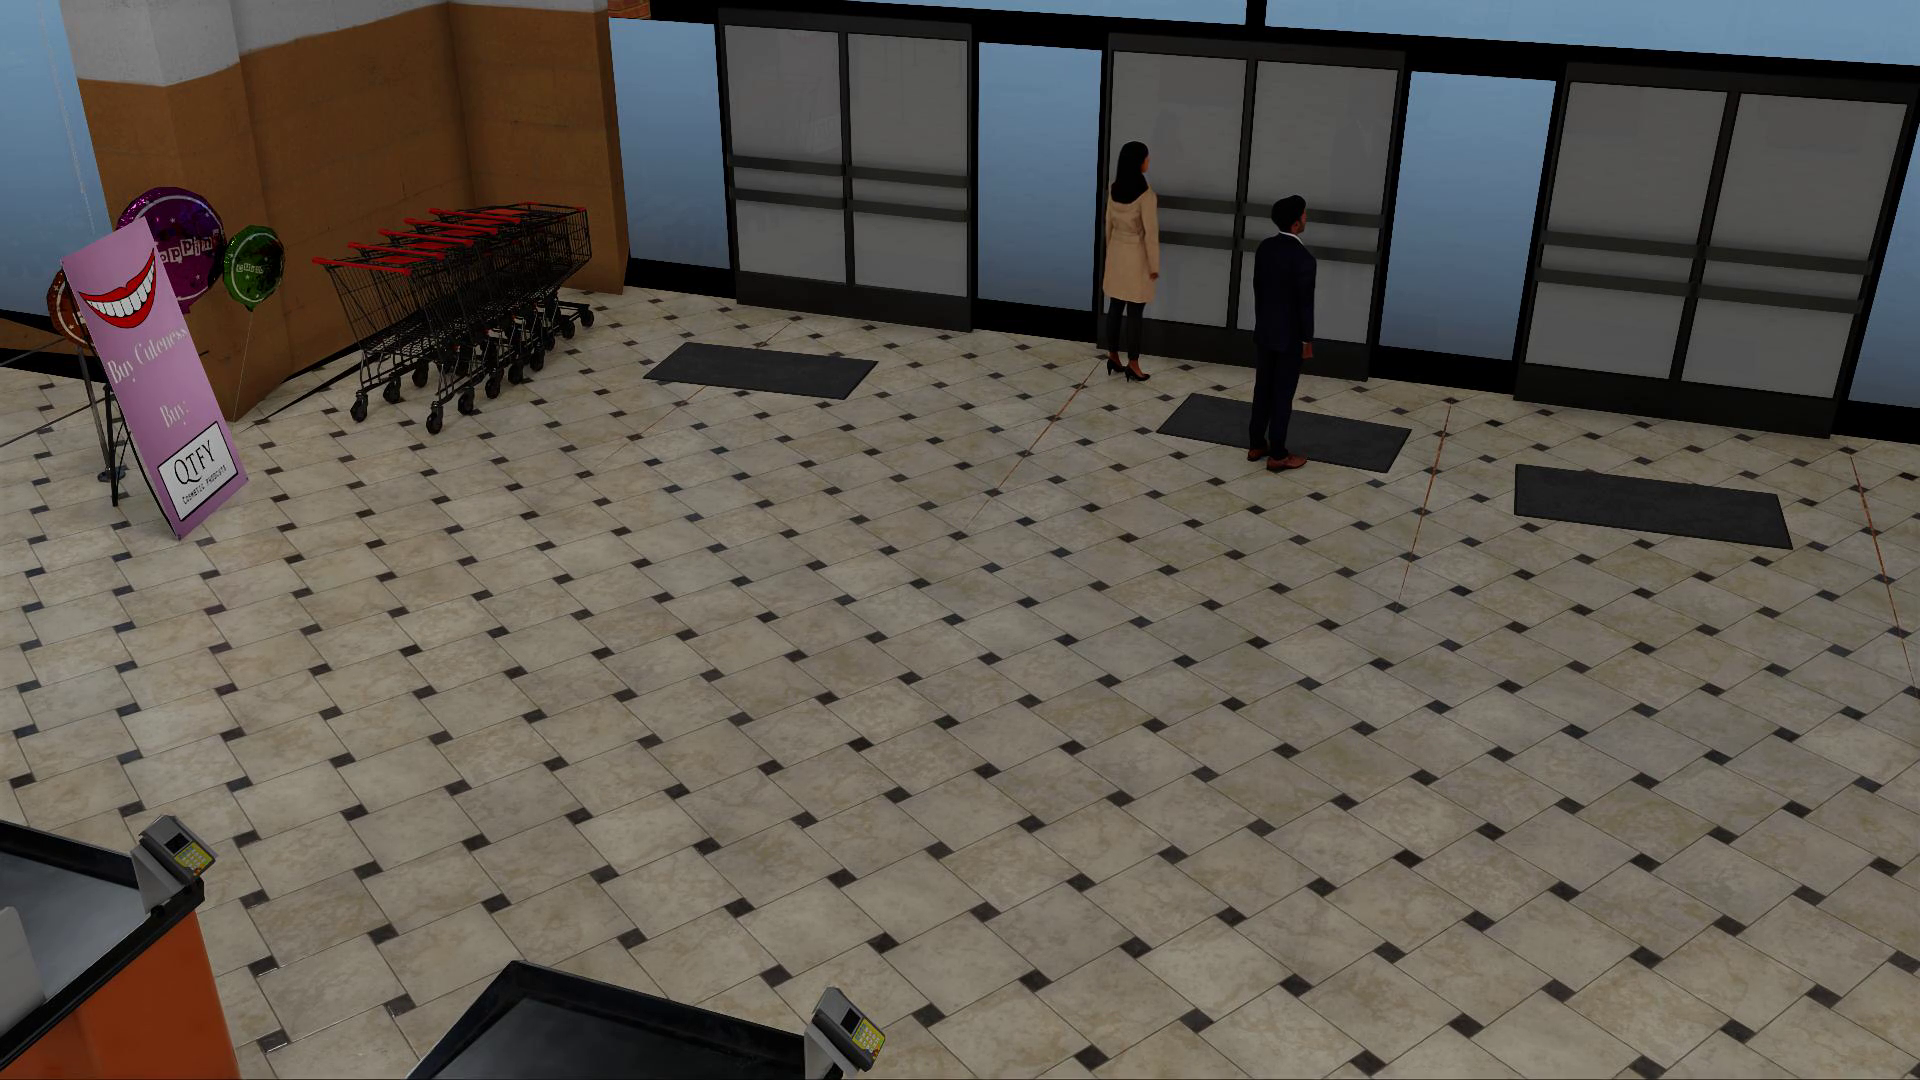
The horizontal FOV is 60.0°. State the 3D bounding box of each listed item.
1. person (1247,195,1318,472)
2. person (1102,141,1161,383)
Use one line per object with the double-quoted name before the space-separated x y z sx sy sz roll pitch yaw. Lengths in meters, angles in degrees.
"person" 1.969 -1.270 10.230 0.734 1.728 0.709 -17 31 -30
"person" 1.184 -1.931 11.585 0.722 1.682 0.720 -19 33 -33
